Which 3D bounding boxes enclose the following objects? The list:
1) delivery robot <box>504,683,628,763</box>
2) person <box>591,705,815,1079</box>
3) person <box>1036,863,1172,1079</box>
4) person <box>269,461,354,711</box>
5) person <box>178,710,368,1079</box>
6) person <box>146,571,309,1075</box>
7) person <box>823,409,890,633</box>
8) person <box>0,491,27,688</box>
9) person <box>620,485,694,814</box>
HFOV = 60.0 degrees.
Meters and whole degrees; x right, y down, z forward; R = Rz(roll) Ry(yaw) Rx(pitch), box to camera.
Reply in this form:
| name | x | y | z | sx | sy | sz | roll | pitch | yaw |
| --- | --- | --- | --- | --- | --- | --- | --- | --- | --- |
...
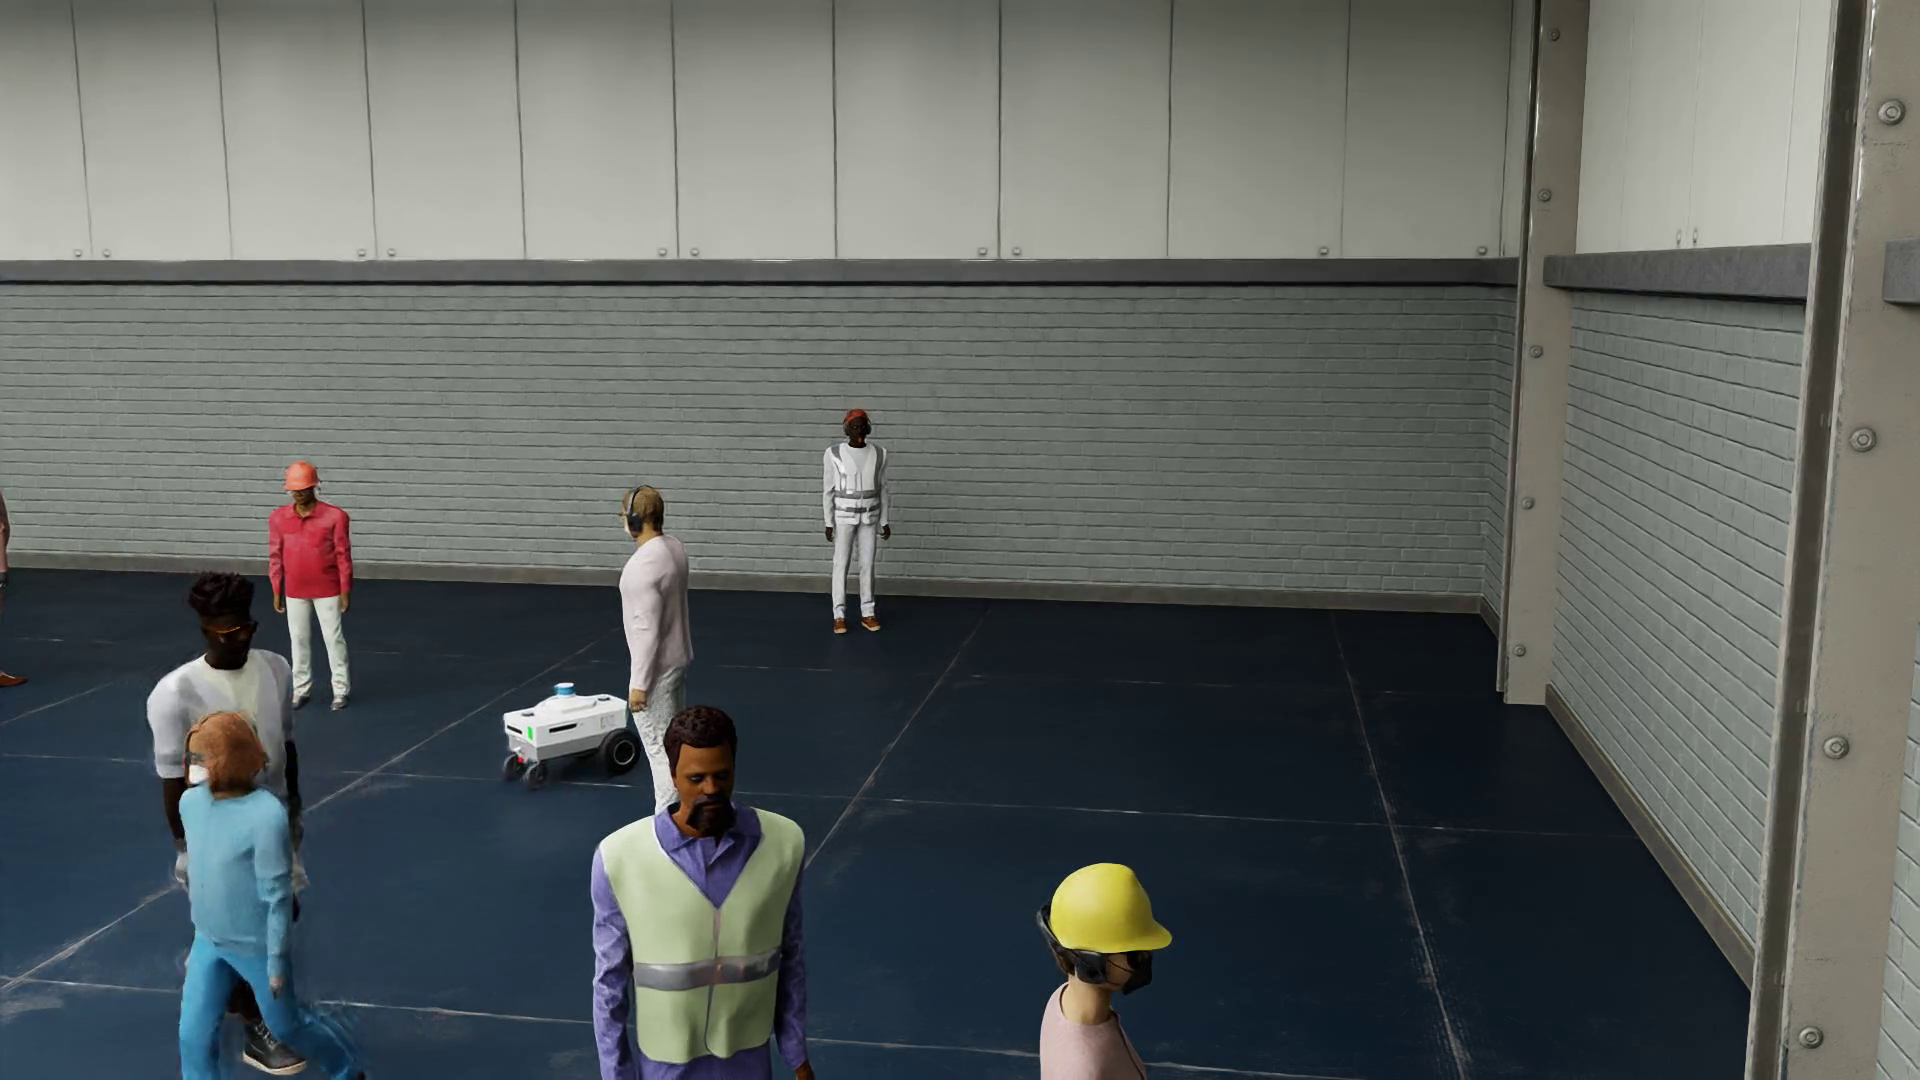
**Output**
| name | x | y | z | sx | sy | sz | roll | pitch | yaw |
| --- | --- | --- | --- | --- | --- | --- | --- | --- | --- |
| delivery robot | -2.360 | 1.102 | 9.980 | 0.707 | 0.478 | 0.477 | -9 | 13 | -43 |
| person | -0.679 | 1.368 | 4.434 | 0.587 | 1.920 | 0.392 | -4 | 10 | -25 |
| person | 0.298 | 1.566 | 3.683 | 0.308 | 1.769 | 0.524 | 0 | 9 | 2 |
| person | -4.464 | 0.321 | 11.437 | 0.570 | 1.743 | 0.351 | 0 | 9 | -1 |
| person | -2.380 | 1.336 | 5.616 | 0.508 | 1.601 | 0.823 | 5 | 10 | 27 |
| person | -2.802 | 1.057 | 6.326 | 0.633 | 1.939 | 0.608 | 5 | 10 | 27 |
| person | -0.866 | -0.160 | 13.969 | 0.573 | 1.883 | 0.355 | -3 | 10 | -20 |
| person | -7.106 | 0.142 | 12.078 | 0.647 | 1.901 | 0.402 | 6 | 11 | 33 |
| person | -1.585 | 0.676 | 8.653 | 0.379 | 1.937 | 0.629 | 1 | 9 | 7 |
